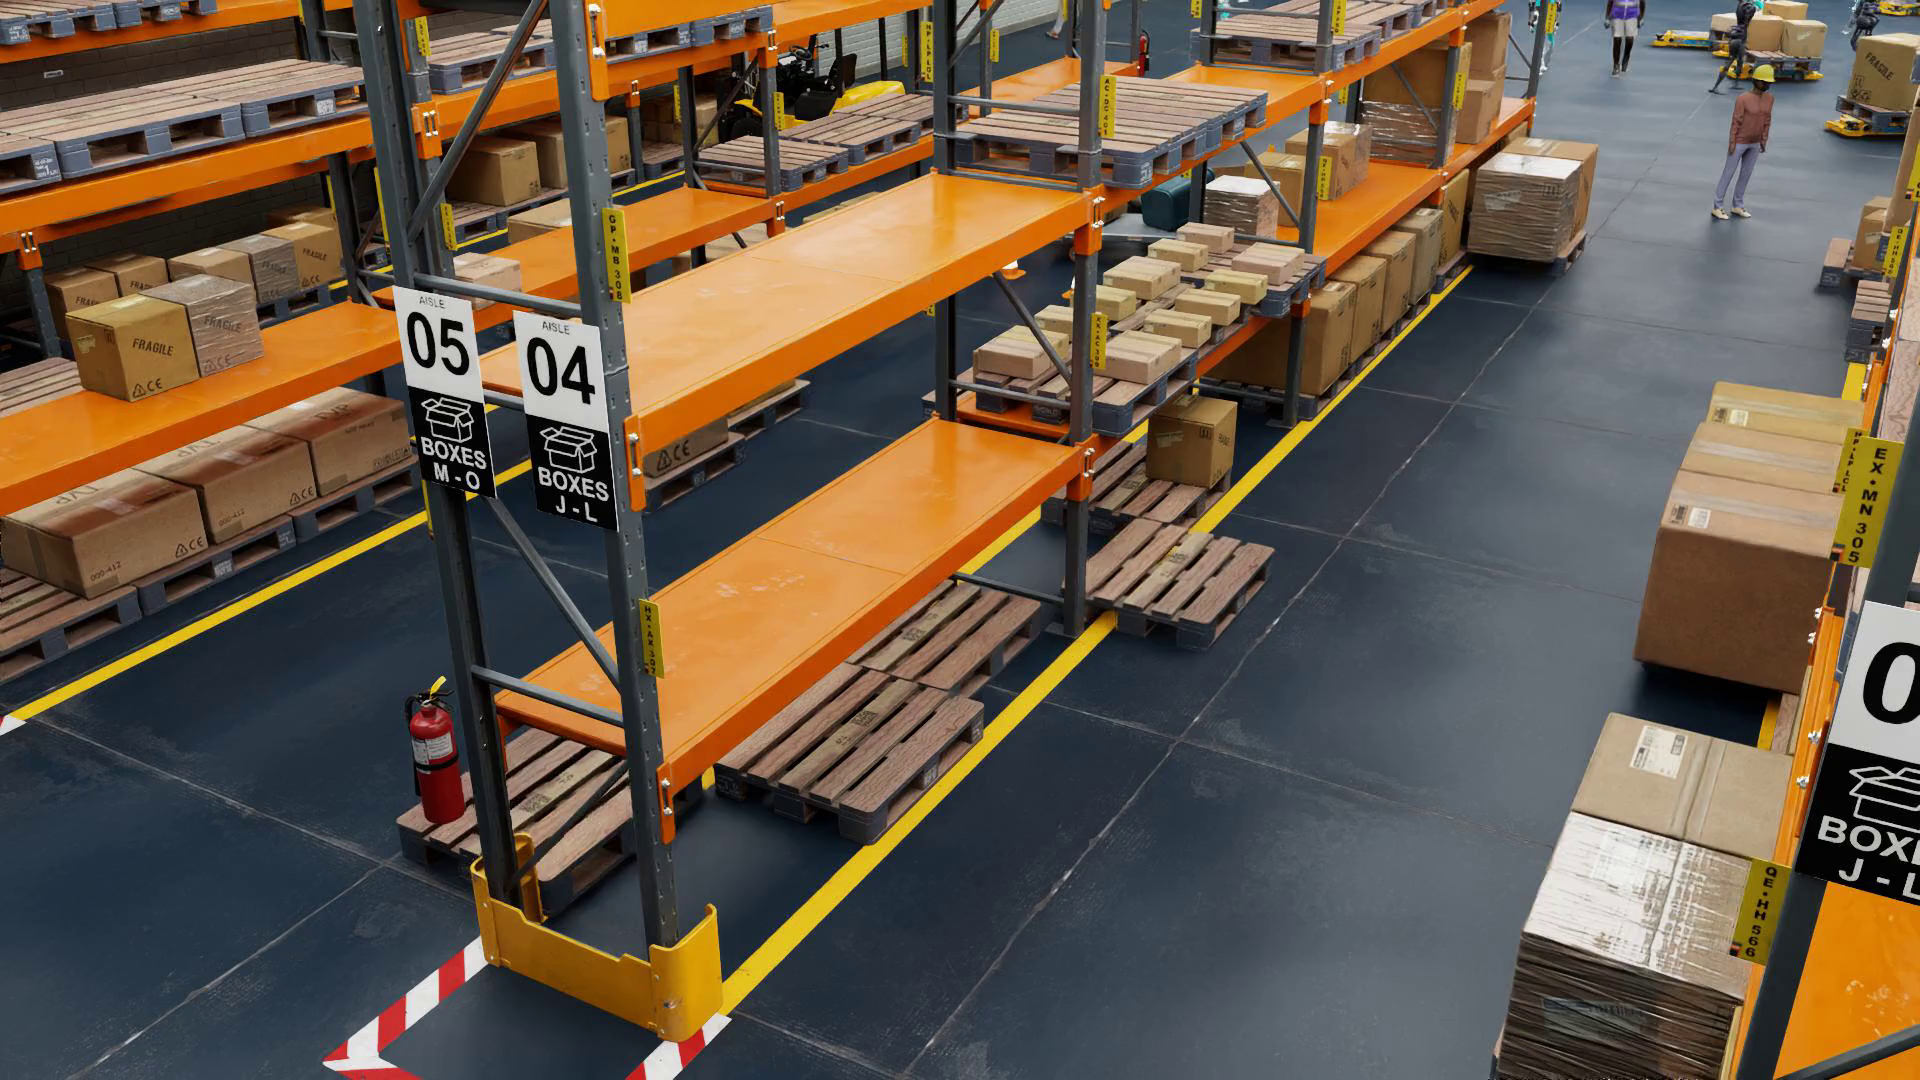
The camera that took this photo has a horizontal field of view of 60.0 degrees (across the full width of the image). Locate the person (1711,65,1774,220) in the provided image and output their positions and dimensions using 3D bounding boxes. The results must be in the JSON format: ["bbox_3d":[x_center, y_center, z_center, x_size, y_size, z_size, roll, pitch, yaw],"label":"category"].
[{"bbox_3d":[9.059,-4.568,19.119,0.519,1.758,0.342,-8,27,-16],"label":"person"}]

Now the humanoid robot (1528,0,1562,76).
[{"bbox_3d":[9.753,-8.576,27.572,0.558,1.847,0.809,17,31,32],"label":"humanoid robot"}]

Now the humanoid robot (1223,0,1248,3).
[{"bbox_3d":[5.815,-11.980,34.520,0.969,1.731,0.557,-7,26,-13],"label":"humanoid robot"}]

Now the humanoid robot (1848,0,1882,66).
[{"bbox_3d":[15.398,-8.888,28.196,0.599,1.653,0.362,-14,29,-27],"label":"humanoid robot"}]

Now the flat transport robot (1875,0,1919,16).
[{"bbox_3d":[19.320,-10.886,33.962,1.431,0.231,0.659,-13,28,-24],"label":"flat transport robot"}]

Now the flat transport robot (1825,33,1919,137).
[{"bbox_3d":[13.119,-5.870,23.539,1.431,0.231,0.659,0,26,0],"label":"flat transport robot"}]

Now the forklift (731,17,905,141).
[{"bbox_3d":[-1.819,-5.975,21.543,2.313,2.155,1.214,14,29,26],"label":"forklift"}]

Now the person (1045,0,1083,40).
[{"bbox_3d":[2.030,-10.197,30.663,1.018,1.873,0.657,-22,33,-38],"label":"person"}]

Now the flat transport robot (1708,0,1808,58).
[{"bbox_3d":[13.999,-8.638,29.291,1.431,0.231,0.659,-12,28,-24],"label":"flat transport robot"}]

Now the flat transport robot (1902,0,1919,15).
[{"bbox_3d":[19.842,-10.847,33.882,0.659,0.231,1.431,8,27,16],"label":"flat transport robot"}]

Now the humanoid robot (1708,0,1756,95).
[{"bbox_3d":[12.176,-7.845,26.029,0.618,1.637,0.602,6,26,13],"label":"humanoid robot"}]

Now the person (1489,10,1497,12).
[{"bbox_3d":[7.526,-6.871,23.747,0.670,1.892,0.614,-14,29,-27],"label":"person"}]

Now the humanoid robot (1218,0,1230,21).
[{"bbox_3d":[4.745,-9.921,30.300,0.806,1.803,0.530,-18,31,-32],"label":"humanoid robot"}]

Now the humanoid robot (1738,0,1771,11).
[{"bbox_3d":[14.562,-10.038,30.352,0.735,1.677,0.533,-6,26,-12],"label":"humanoid robot"}]

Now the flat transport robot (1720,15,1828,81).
[{"bbox_3d":[13.411,-7.763,27.473,1.431,0.231,0.659,2,26,3],"label":"flat transport robot"}]

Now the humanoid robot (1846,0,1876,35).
[{"bbox_3d":[17.081,-10.359,31.202,0.531,1.794,0.799,19,32,35],"label":"humanoid robot"}]

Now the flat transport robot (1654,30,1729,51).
[{"bbox_3d":[13.386,-9.067,30.182,1.431,0.231,0.659,11,28,21],"label":"flat transport robot"}]

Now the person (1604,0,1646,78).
[{"bbox_3d":[10.890,-8.581,27.264,0.609,1.936,0.486,9,27,17],"label":"person"}]
